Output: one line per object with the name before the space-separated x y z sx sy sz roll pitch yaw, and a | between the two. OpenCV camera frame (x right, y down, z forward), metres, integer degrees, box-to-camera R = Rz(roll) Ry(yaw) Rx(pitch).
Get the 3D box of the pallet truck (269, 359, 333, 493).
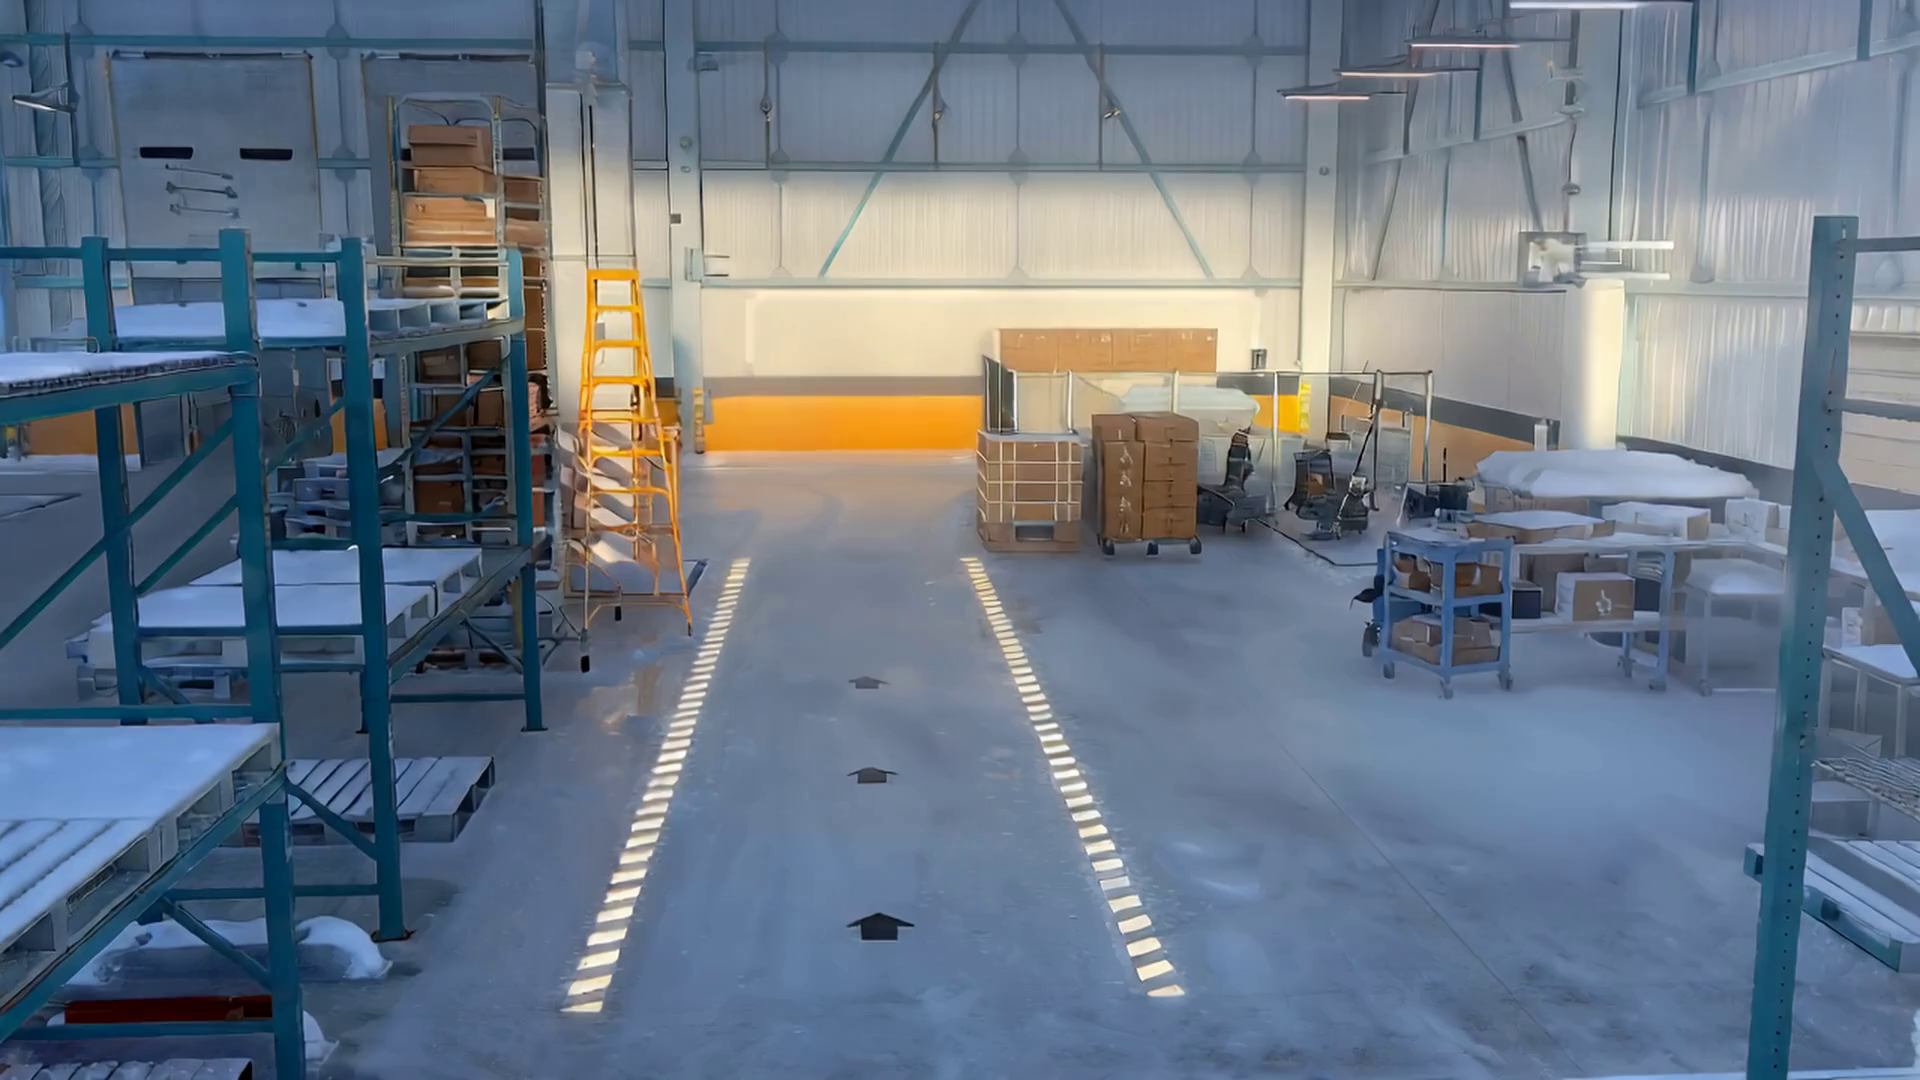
pallet truck | -7.062 -1.131 18.996 1.885 1.965 0.823 2 9 13
